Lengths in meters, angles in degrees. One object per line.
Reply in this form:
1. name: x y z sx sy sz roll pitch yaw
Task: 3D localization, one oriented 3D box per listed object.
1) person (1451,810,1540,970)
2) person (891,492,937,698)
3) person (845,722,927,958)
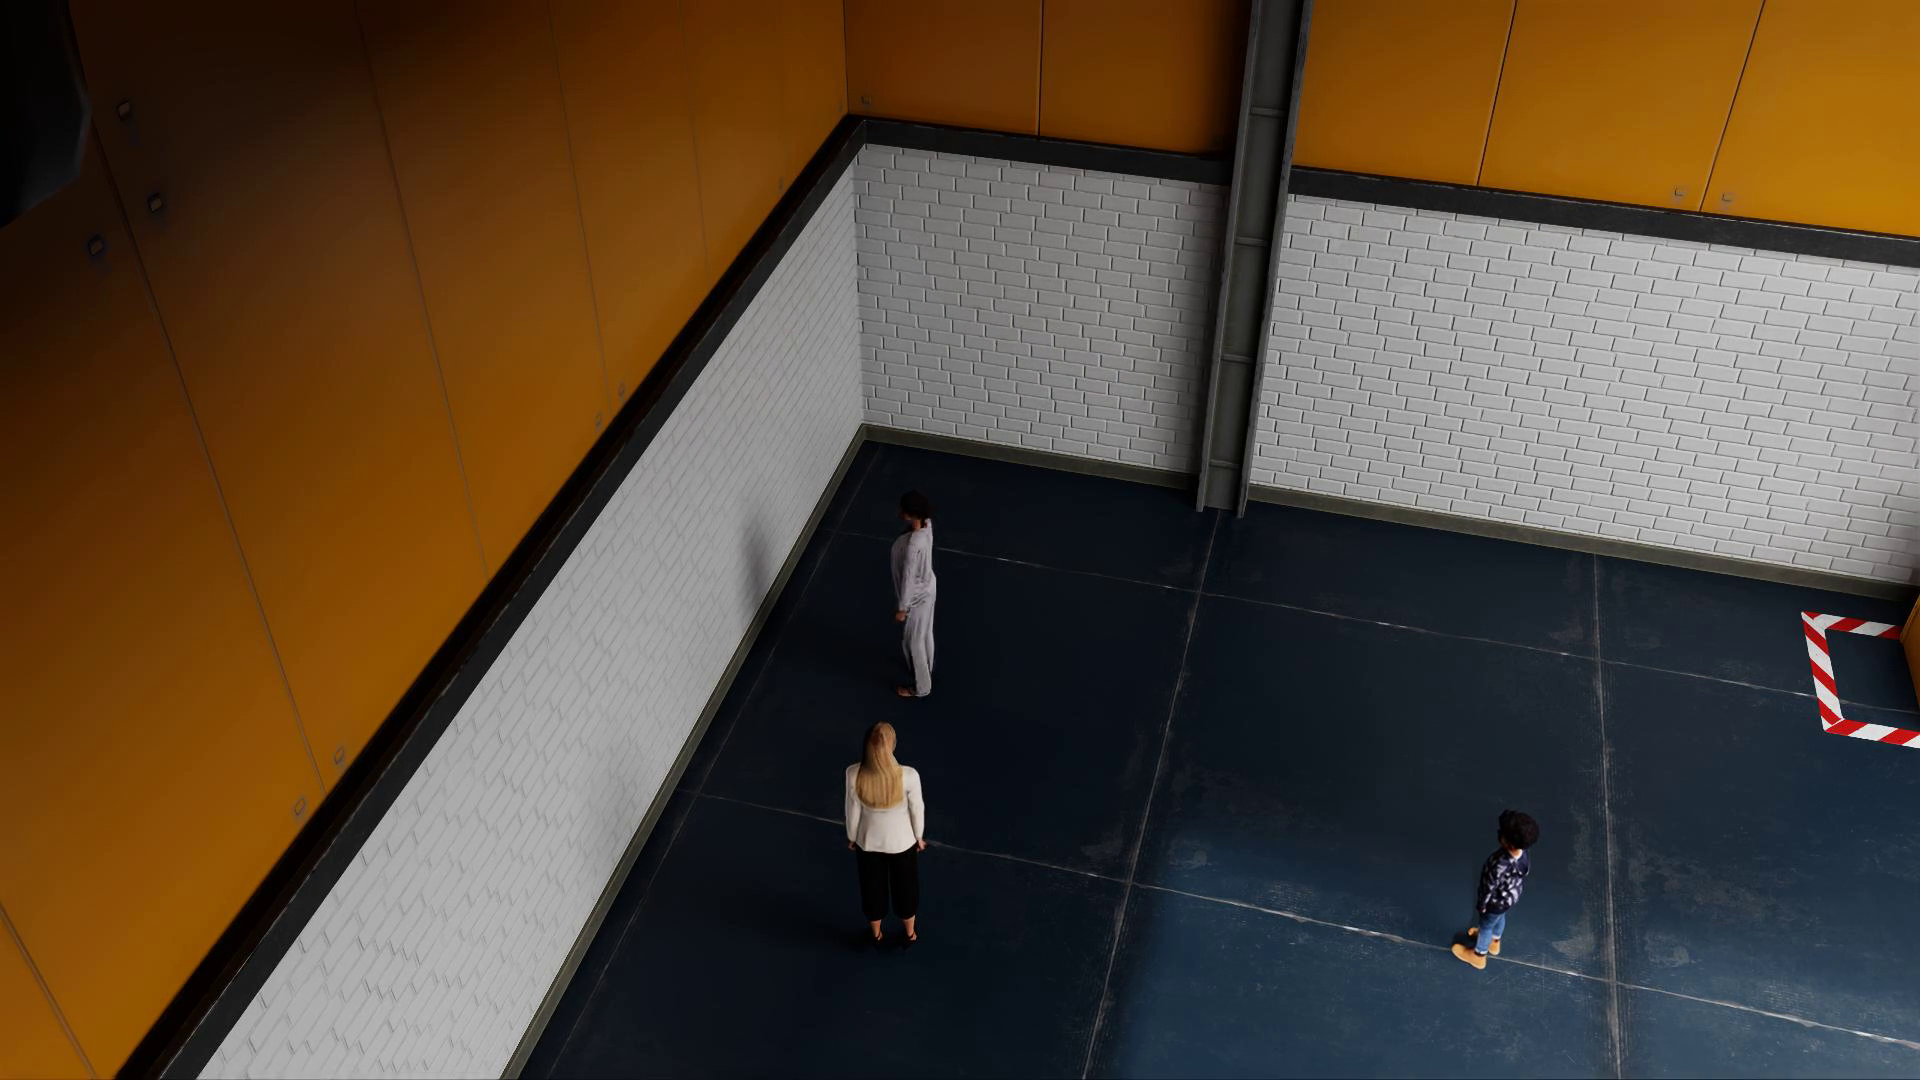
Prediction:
1. person: 3.222 2.081 9.928 0.608 1.251 0.573 31 48 33
2. person: -0.313 0.363 11.664 0.488 1.768 0.600 14 41 17
3. person: -0.435 1.783 9.816 0.538 1.856 0.717 1 39 1
